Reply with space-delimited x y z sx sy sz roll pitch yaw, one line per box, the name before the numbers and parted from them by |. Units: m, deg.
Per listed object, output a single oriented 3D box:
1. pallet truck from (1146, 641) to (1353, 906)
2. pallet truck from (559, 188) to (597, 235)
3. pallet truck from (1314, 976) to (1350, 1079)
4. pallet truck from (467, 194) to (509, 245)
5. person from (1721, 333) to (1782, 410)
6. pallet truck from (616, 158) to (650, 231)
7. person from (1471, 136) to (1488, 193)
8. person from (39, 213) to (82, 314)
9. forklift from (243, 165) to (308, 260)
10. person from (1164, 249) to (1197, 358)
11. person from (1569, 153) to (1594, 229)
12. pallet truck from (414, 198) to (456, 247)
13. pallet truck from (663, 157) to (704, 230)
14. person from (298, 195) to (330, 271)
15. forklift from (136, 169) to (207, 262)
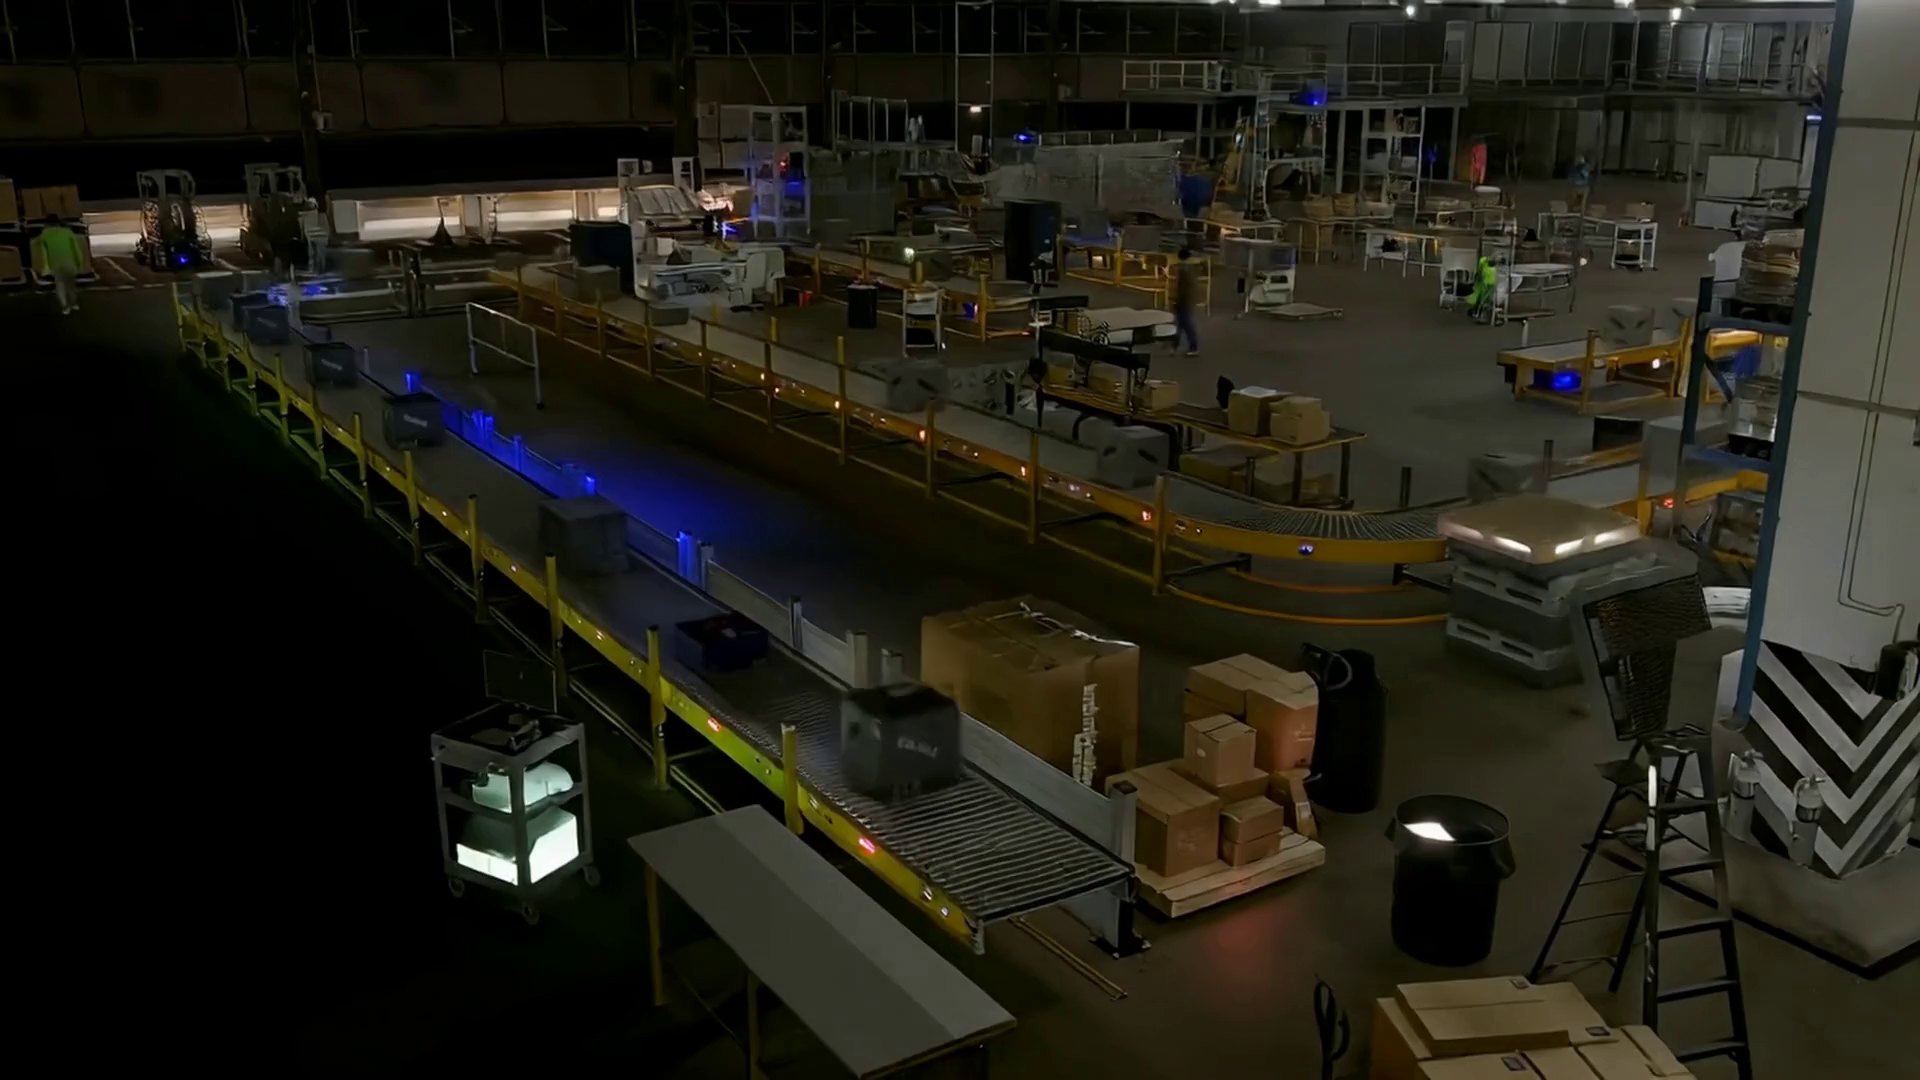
pallet truck | 1.664 1.407 10.232 1.630 1.274 0.653 -10 20 -31
pallet truck | -10.010 -8.652 43.699 0.653 1.274 1.630 -10 20 -31
pallet truck | 2.299 2.390 7.086 1.601 1.201 0.680 -2 17 -7
pallet truck | -11.983 -8.177 42.137 0.704 1.261 1.522 -11 20 -33
person | 9.369 -1.681 19.662 0.620 1.788 0.807 13 21 37
pallet truck | -8.918 -9.176 44.255 0.823 1.965 1.885 -9 19 -27
person | 17.458 -12.610 55.880 0.575 1.881 0.356 -5 17 -16
person | -16.952 -5.225 31.363 0.663 1.842 1.005 -9 19 -28
forklift | -15.898 -7.669 38.708 1.157 1.987 2.680 -11 20 -33
person | 3.539 -3.794 26.766 0.715 1.739 0.557 -2 17 -8
person | 16.841 -9.458 45.132 0.632 2.031 0.534 2 17 5
pallet truck | -13.250 -8.060 41.856 0.680 1.201 1.601 -10 20 -31
pallet truck | -7.586 -9.308 44.692 0.823 1.965 1.885 -11 20 -33
person | -13.650 -6.380 35.244 0.588 1.826 0.403 0 17 0
forklift | -17.842 -7.318 37.559 1.157 1.987 2.680 -10 20 -31
